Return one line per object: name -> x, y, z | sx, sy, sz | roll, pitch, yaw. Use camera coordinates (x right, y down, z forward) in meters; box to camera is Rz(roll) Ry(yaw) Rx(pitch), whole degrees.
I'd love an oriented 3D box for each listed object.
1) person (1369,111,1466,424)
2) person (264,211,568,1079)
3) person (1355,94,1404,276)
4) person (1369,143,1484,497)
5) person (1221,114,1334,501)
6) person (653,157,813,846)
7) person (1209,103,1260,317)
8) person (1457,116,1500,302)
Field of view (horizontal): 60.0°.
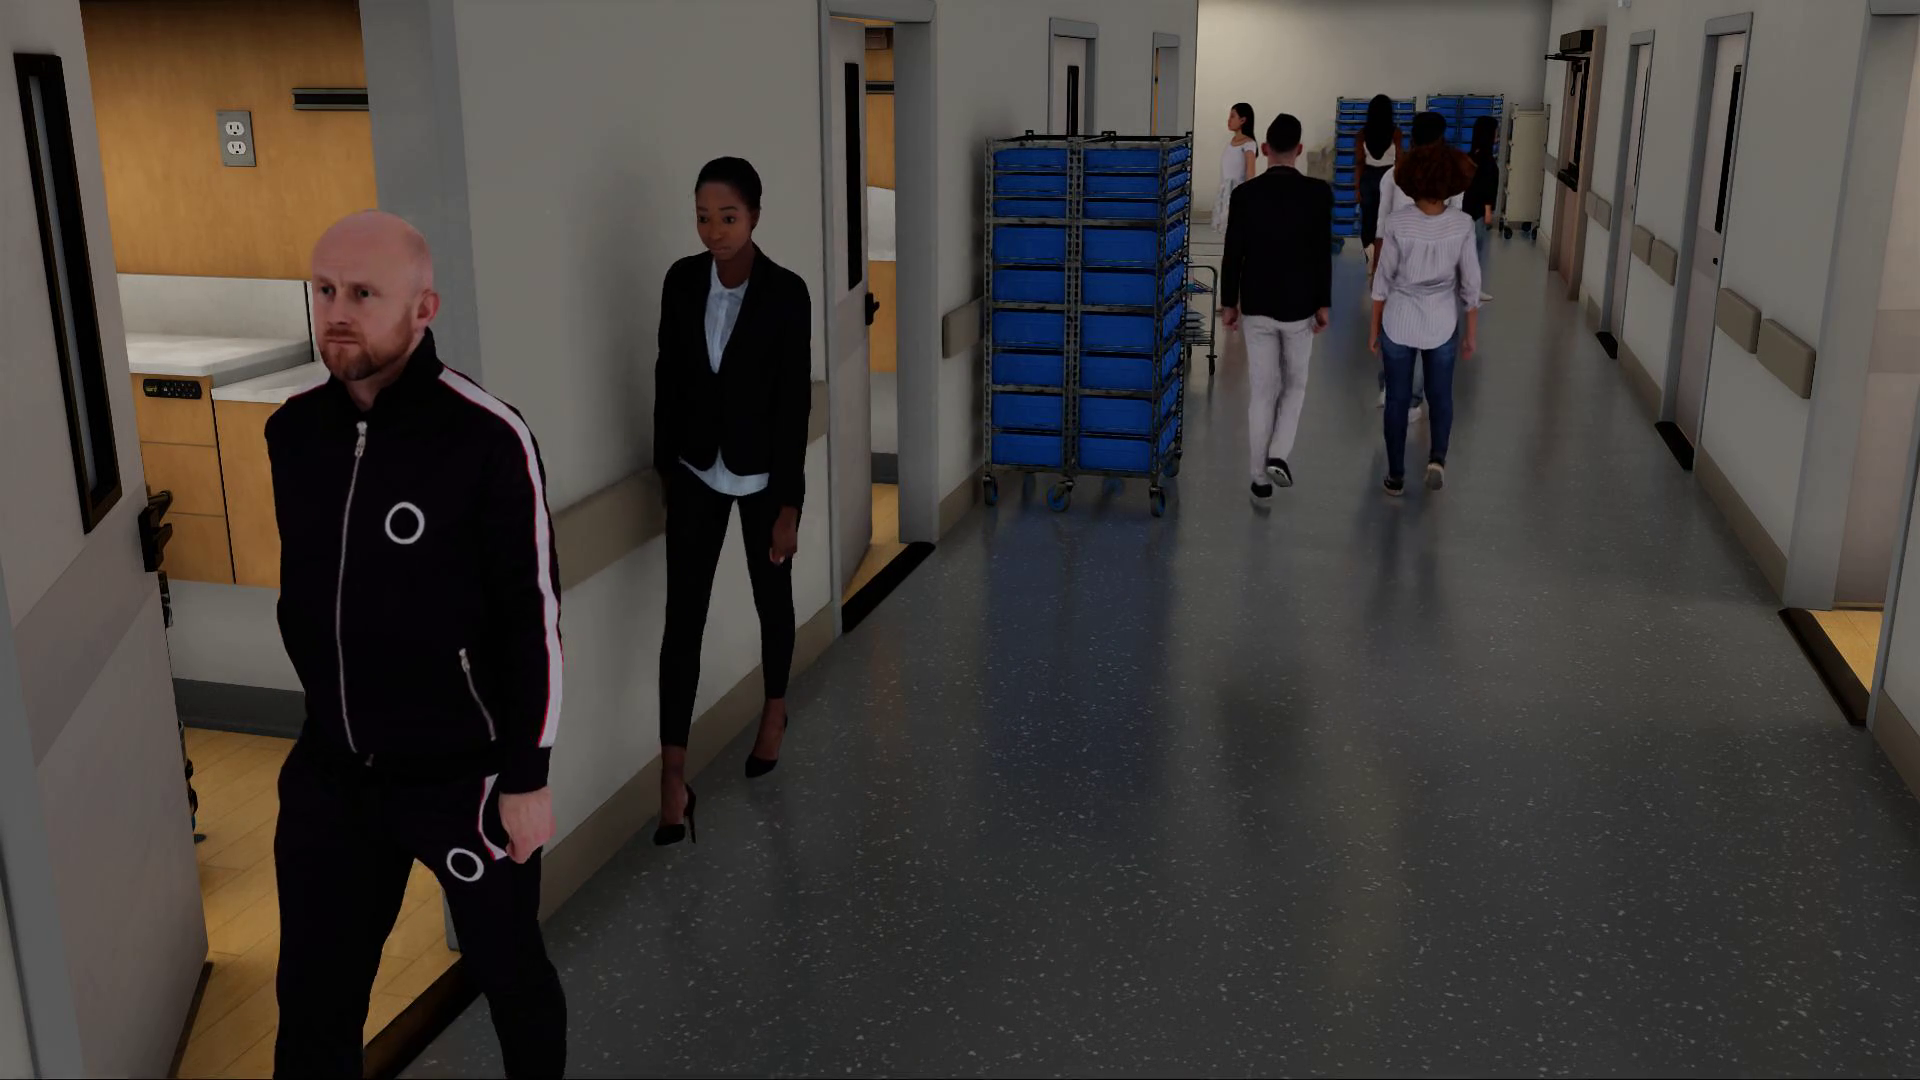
person -> 2.644, -1.576, 9.743 | 0.674, 1.797, 0.636 | 5, 17, 18
person -> -0.851, 0.368, 2.826 | 0.725, 1.808, 0.950 | 5, 17, 18
person -> 4.187, -3.527, 16.676 | 0.809, 1.791, 1.032 | 9, 18, 29
person -> 2.217, -1.027, 7.983 | 0.715, 1.696, 0.772 | 2, 16, 5
person -> 1.504, -1.068, 7.884 | 0.689, 1.829, 0.655 | 3, 16, 11
person -> -0.569, -0.110, 4.562 | 0.698, 1.786, 1.100 | 4, 16, 15
person -> 2.363, -2.803, 14.138 | 0.828, 1.774, 0.740 | -4, 16, -15
person -> 4.702, -3.024, 15.157 | 0.697, 1.646, 0.588 | -3, 16, -10
